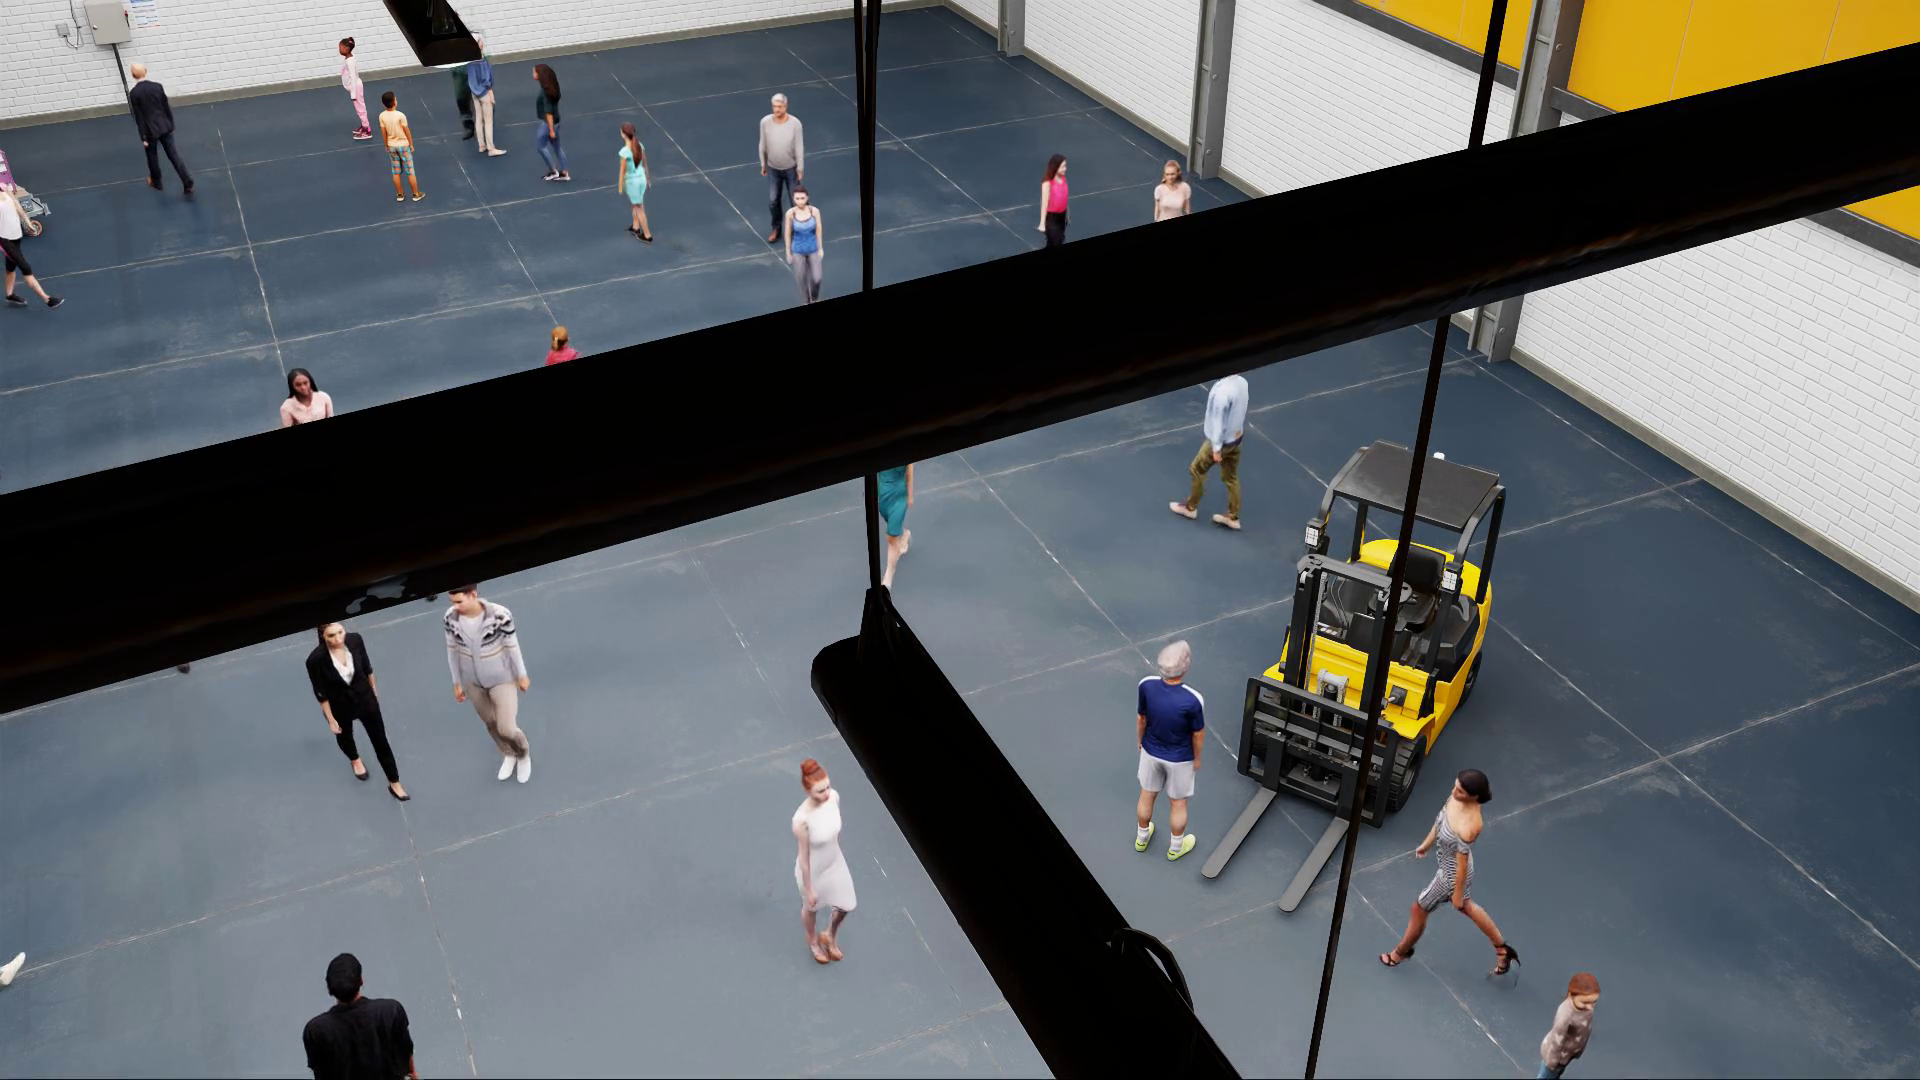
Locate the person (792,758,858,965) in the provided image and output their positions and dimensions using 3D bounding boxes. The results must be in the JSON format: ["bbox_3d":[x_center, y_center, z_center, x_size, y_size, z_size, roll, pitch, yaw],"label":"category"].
[{"bbox_3d":[-0.965,2.080,10.702,0.740,1.782,0.691,27,42,35],"label":"person"}]

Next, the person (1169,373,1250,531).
[{"bbox_3d":[2.479,-0.877,15.148,1.080,1.785,0.951,23,40,30],"label":"person"}]

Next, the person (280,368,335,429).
[{"bbox_3d":[-5.813,-0.775,15.053,0.670,1.721,0.623,-25,41,-32],"label":"person"}]

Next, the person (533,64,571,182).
[{"bbox_3d":[-5.444,-5.610,22.433,0.773,1.603,0.701,0,34,0],"label":"person"}]

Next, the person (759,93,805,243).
[{"bbox_3d":[-2.192,-4.648,20.713,0.829,1.905,0.847,6,34,9],"label":"person"}]

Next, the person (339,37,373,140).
[{"bbox_3d":[-8.715,-6.530,23.961,0.620,1.443,0.463,-11,35,-15],"label":"person"}]

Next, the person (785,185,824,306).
[{"bbox_3d":[-1.761,-3.303,18.967,0.664,1.598,0.691,-3,34,-5],"label":"person"}]

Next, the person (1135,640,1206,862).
[{"bbox_3d":[1.451,1.465,11.576,0.703,1.839,0.785,15,37,22],"label":"person"}]

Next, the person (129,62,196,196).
[{"bbox_3d":[-10.539,-5.375,21.927,1.315,1.771,1.074,24,40,31],"label":"person"}]

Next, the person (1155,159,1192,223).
[{"bbox_3d":[2.435,-3.565,19.169,0.807,1.810,0.904,1,34,2],"label":"person"}]

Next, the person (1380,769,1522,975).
[{"bbox_3d":[3.239,2.153,10.593,1.100,1.782,1.119,8,34,12],"label":"person"}]

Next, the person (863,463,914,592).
[{"bbox_3d":[-0.584,-0.413,14.573,0.987,1.649,1.050,11,35,16],"label":"person"}]

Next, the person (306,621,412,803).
[{"bbox_3d":[-4.520,1.170,12.215,0.795,1.623,1.079,-25,41,-33],"label":"person"}]

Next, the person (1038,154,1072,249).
[{"bbox_3d":[1.049,-3.744,19.589,0.864,1.643,0.786,19,38,26],"label":"person"}]

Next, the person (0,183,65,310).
[{"bbox_3d":[-10.991,-3.471,19.092,1.119,1.739,1.122,8,34,12],"label":"person"}]

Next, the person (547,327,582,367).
[{"bbox_3d":[-3.884,-1.458,16.458,0.655,1.302,0.723,0,34,1],"label":"person"}]

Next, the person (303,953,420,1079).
[{"bbox_3d":[-3.281,3.056,9.218,0.703,1.799,0.771,-14,36,-20],"label":"person"}]

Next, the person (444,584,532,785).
[{"bbox_3d":[-3.458,0.965,12.335,0.809,1.831,0.830,3,34,4],"label":"person"}]

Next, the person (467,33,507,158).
[{"bbox_3d":[-6.706,-6.249,23.309,0.622,1.698,0.751,28,43,35],"label":"person"}]

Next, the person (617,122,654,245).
[{"bbox_3d":[-3.990,-4.433,20.713,0.846,1.547,0.750,20,39,27],"label":"person"}]

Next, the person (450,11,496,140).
[{"bbox_3d":[-7.088,-6.745,23.962,1.121,1.800,1.255,5,34,7],"label":"person"}]

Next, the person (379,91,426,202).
[{"bbox_3d":[-7.400,-5.192,21.932,0.590,1.461,0.604,0,34,-1],"label":"person"}]

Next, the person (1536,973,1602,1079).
[{"bbox_3d":[3.575,2.994,9.859,0.519,1.194,0.523,-24,40,-31],"label":"person"}]
